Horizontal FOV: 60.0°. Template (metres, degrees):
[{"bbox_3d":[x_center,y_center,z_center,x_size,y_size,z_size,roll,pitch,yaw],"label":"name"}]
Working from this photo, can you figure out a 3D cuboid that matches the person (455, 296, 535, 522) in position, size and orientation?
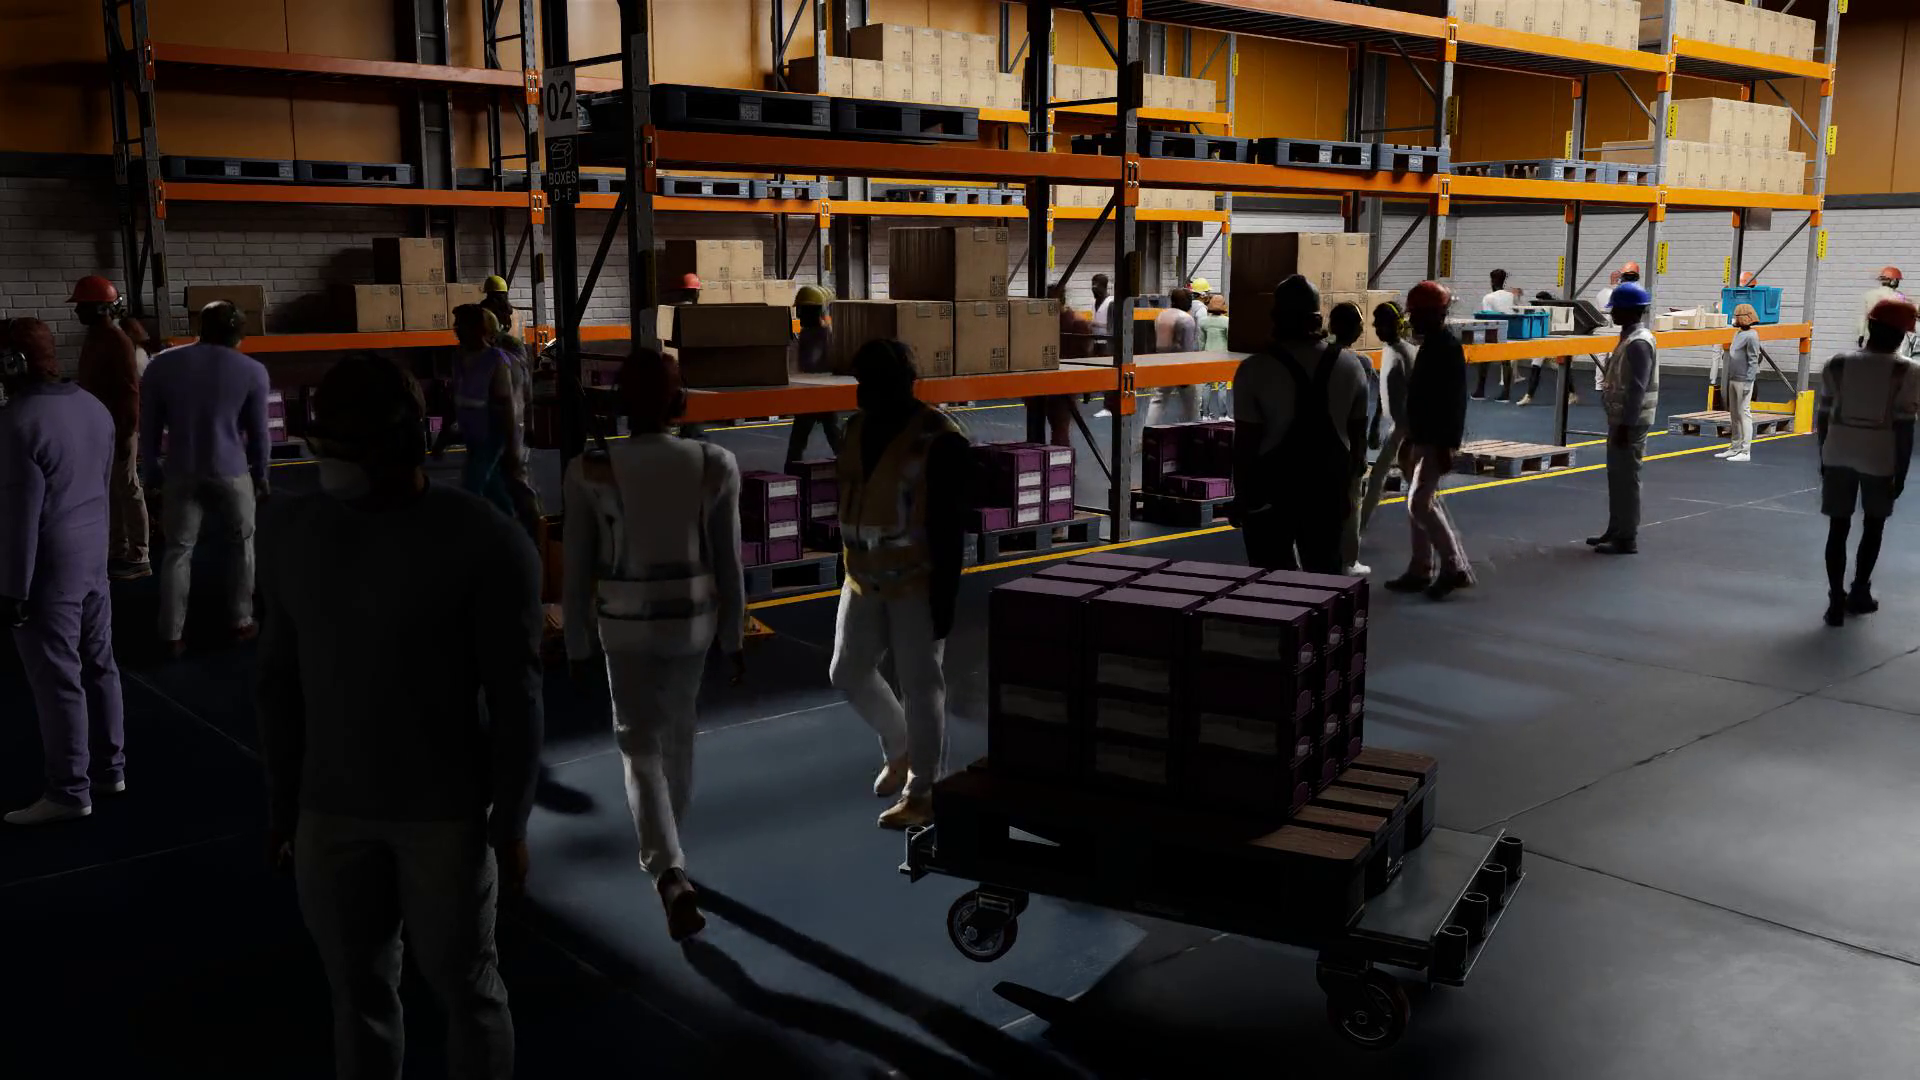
[{"bbox_3d":[-3.282,-0.817,11.905,0.621,1.845,0.429,4,11,24],"label":"person"}]

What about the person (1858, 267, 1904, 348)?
[{"bbox_3d":[13.692,-3.032,24.540,0.933,1.951,0.641,-5,11,-28],"label":"person"}]

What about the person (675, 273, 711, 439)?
[{"bbox_3d":[-3.107,-2.111,19.256,0.548,1.924,0.466,7,12,36],"label":"person"}]

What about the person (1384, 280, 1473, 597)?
[{"bbox_3d":[2.936,-0.628,10.410,0.426,1.972,0.641,0,10,2],"label":"person"}]

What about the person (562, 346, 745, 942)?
[{"bbox_3d":[-0.955,0.312,5.299,0.581,1.853,0.919,-4,11,-23],"label":"person"}]

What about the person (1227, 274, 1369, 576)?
[{"bbox_3d":[1.606,-0.273,8.135,0.673,2.000,0.536,-2,10,-12],"label":"person"}]

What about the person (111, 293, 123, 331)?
[{"bbox_3d":[-7.237,-1.232,14.289,0.319,1.861,0.506,1,10,6],"label":"person"}]

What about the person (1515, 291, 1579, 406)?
[{"bbox_3d":[8.371,-2.696,23.511,0.890,1.642,0.546,-2,10,-13],"label":"person"}]

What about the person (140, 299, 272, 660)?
[{"bbox_3d":[-4.027,-0.337,8.929,0.672,1.891,0.622,-2,10,-12],"label":"person"}]

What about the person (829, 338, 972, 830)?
[{"bbox_3d":[-0.234,0.165,6.186,0.642,1.827,0.432,8,13,40],"label":"person"}]

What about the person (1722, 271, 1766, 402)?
[{"bbox_3d":[9.959,-2.441,21.165,0.381,1.932,0.541,-9,13,-42],"label":"person"}]

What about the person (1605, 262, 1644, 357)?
[{"bbox_3d":[9.497,-2.933,23.705,0.608,2.044,0.373,2,10,13],"label":"person"}]

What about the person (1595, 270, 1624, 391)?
[{"bbox_3d":[10.240,-3.263,26.037,0.399,1.908,0.643,-4,10,-21],"label":"person"}]

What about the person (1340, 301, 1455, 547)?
[{"bbox_3d":[3.173,-0.819,12.043,0.974,1.812,0.541,0,10,2],"label":"person"}]

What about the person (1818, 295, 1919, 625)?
[{"bbox_3d":[5.293,-0.466,9.712,0.541,1.890,0.762,7,12,36],"label":"person"}]

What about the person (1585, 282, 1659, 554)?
[{"bbox_3d":[4.763,-0.864,11.911,0.411,1.939,0.654,2,10,12],"label":"person"}]

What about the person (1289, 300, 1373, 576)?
[{"bbox_3d":[2.419,-0.634,10.839,0.517,1.846,0.801,9,13,43],"label":"person"}]

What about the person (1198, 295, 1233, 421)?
[{"bbox_3d":[3.289,-2.318,21.307,0.500,1.632,0.282,6,12,32],"label":"person"}]

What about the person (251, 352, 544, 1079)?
[{"bbox_3d":[-1.173,0.575,3.488,0.627,1.934,0.370,2,10,9],"label":"person"}]

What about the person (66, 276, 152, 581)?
[{"bbox_3d":[-5.605,-0.732,10.953,0.611,1.996,0.378,9,13,42],"label":"person"}]

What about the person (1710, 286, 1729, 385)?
[{"bbox_3d":[12.614,-3.367,27.430,0.522,1.638,0.310,6,11,30],"label":"person"}]

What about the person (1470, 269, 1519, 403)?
[{"bbox_3d":[7.830,-2.986,24.333,0.619,1.930,0.833,-2,10,-14],"label":"person"}]

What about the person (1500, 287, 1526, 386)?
[{"bbox_3d":[9.179,-3.339,27.374,0.800,1.607,0.518,-5,11,-27],"label":"person"}]

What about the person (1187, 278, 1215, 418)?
[{"bbox_3d":[3.172,-2.531,21.955,0.403,1.837,0.591,-2,10,-11],"label":"person"}]

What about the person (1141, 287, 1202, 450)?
[{"bbox_3d":[2.361,-1.850,18.107,0.960,1.792,0.637,-7,12,-34],"label":"person"}]

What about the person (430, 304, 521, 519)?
[{"bbox_3d":[-3.223,-0.633,10.933,0.886,1.811,0.571,-9,13,-41],"label":"person"}]

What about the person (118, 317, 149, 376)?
[{"bbox_3d":[-7.067,-1.122,14.386,0.733,1.608,0.511,-4,10,-22],"label":"person"}]

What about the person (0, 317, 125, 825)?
[{"bbox_3d":[-3.439,0.116,6.271,0.409,1.903,0.639,0,10,1],"label":"person"}]

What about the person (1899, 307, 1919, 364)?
[{"bbox_3d":[10.242,-1.751,17.660,0.313,1.743,0.493,-9,13,-43],"label":"person"}]

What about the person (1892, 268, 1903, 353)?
[{"bbox_3d":[14.510,-3.274,26.001,0.349,1.942,0.545,-3,10,-19],"label":"person"}]

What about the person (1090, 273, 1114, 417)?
[{"bbox_3d":[1.915,-2.574,22.043,0.446,1.900,0.615,-5,11,-25],"label":"person"}]

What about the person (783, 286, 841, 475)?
[{"bbox_3d":[-1.233,-1.228,14.216,0.986,1.873,0.606,-7,12,-35],"label":"person"}]

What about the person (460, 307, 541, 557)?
[{"bbox_3d":[-3.198,-0.668,11.206,0.600,1.776,0.932,8,12,38],"label":"person"}]

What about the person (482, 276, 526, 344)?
[{"bbox_3d":[-4.646,-1.701,16.827,0.385,1.928,0.589,7,12,34],"label":"person"}]

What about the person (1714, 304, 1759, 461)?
[{"bbox_3d":[8.121,-1.637,17.317,0.263,1.631,0.507,0,10,3],"label":"person"}]

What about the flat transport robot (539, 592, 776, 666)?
[{"bbox_3d":[-1.780,0.465,8.991,1.431,0.197,0.652,-4,11,-23],"label":"flat transport robot"}]

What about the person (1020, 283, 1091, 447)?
[{"bbox_3d":[0.848,-1.454,15.561,0.669,1.862,0.931,8,12,38],"label":"person"}]
